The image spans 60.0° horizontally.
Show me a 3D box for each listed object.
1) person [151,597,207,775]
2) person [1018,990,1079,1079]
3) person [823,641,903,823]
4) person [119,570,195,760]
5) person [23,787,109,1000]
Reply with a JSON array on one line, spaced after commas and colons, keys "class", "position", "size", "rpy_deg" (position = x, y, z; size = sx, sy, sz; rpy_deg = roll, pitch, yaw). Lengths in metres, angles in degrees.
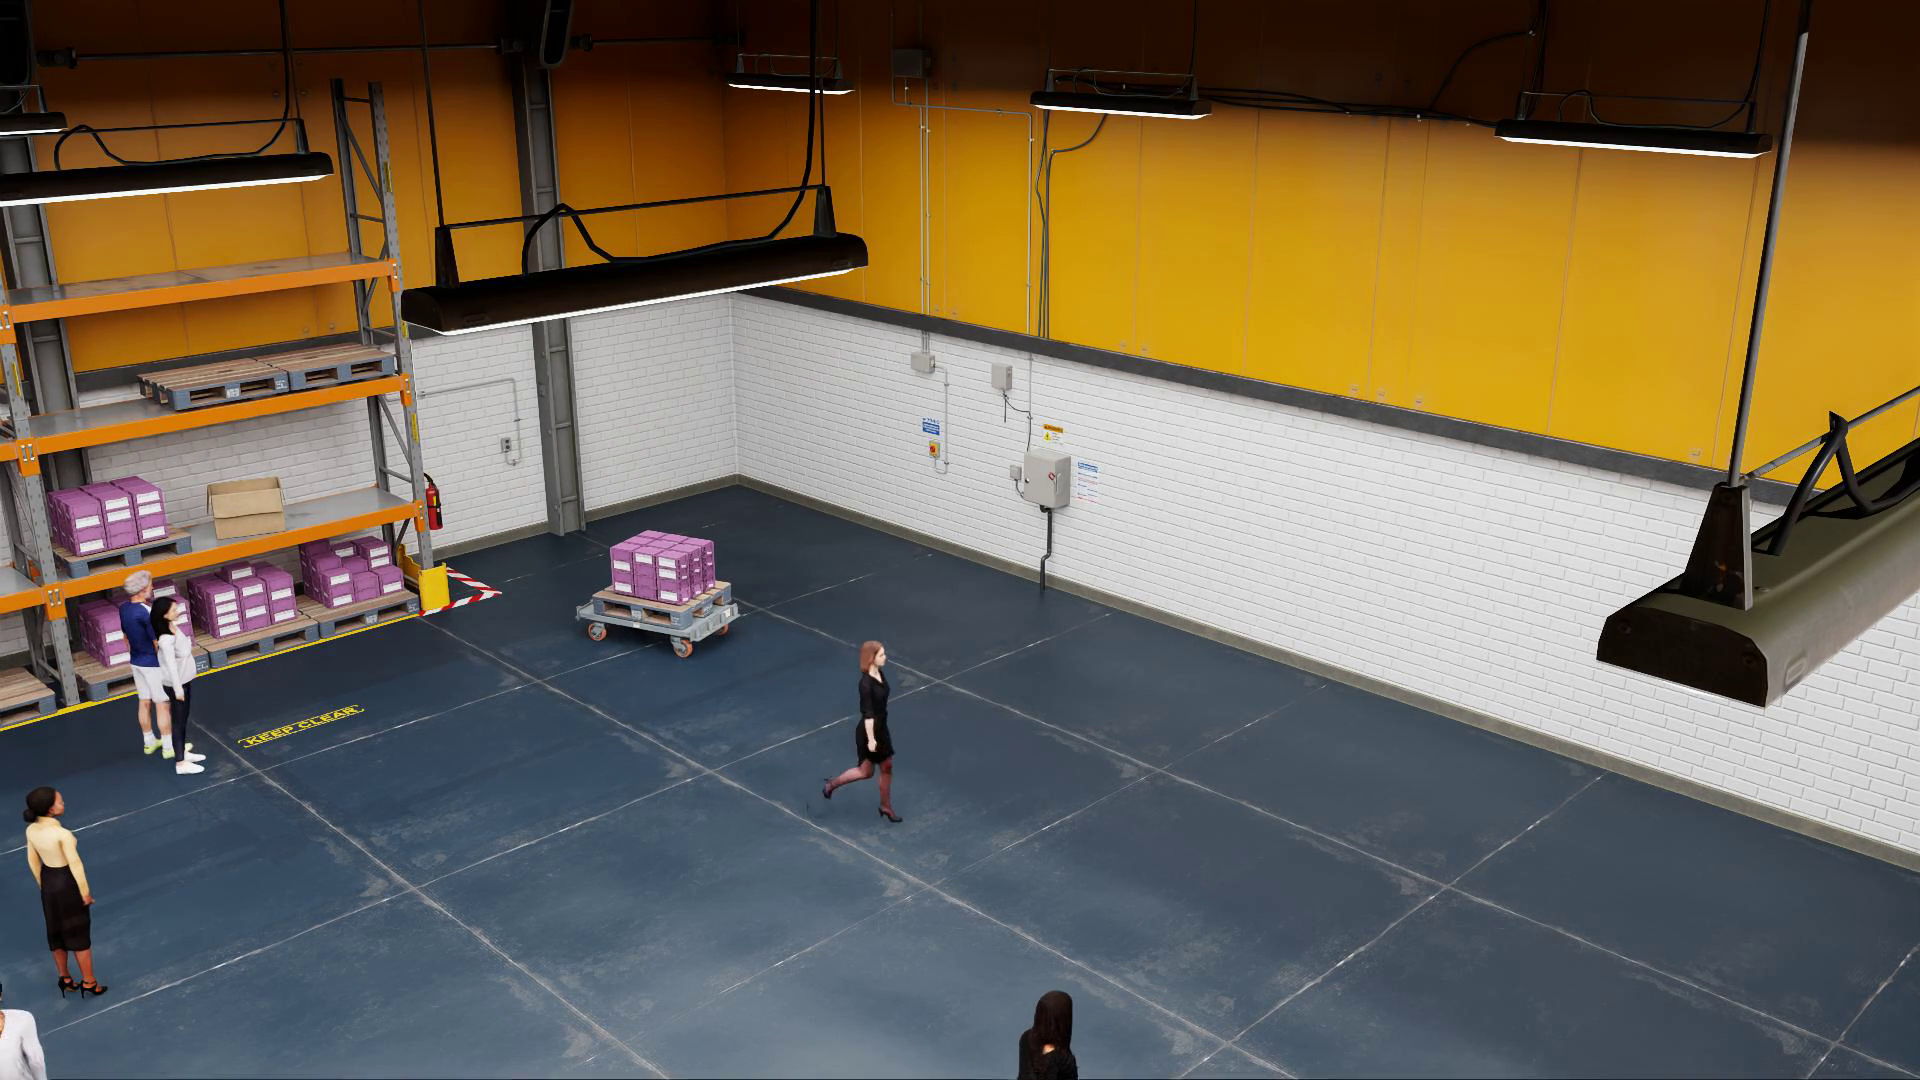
[{"class": "person", "position": [-7.268, 1.327, 15.426], "size": [0.679, 1.700, 0.694], "rpy_deg": [-7, 20, -20]}, {"class": "person", "position": [0.423, 3.358, 9.524], "size": [0.935, 1.617, 0.614], "rpy_deg": [-16, 24, -40]}, {"class": "person", "position": [-0.837, 1.680, 14.406], "size": [0.913, 1.683, 0.983], "rpy_deg": [6, 19, 16]}, {"class": "person", "position": [-7.653, 1.167, 15.697], "size": [0.698, 1.831, 0.661], "rpy_deg": [9, 21, 26]}, {"class": "person", "position": [-6.438, 2.532, 11.921], "size": [0.660, 1.654, 0.681], "rpy_deg": [6, 19, 16]}]
